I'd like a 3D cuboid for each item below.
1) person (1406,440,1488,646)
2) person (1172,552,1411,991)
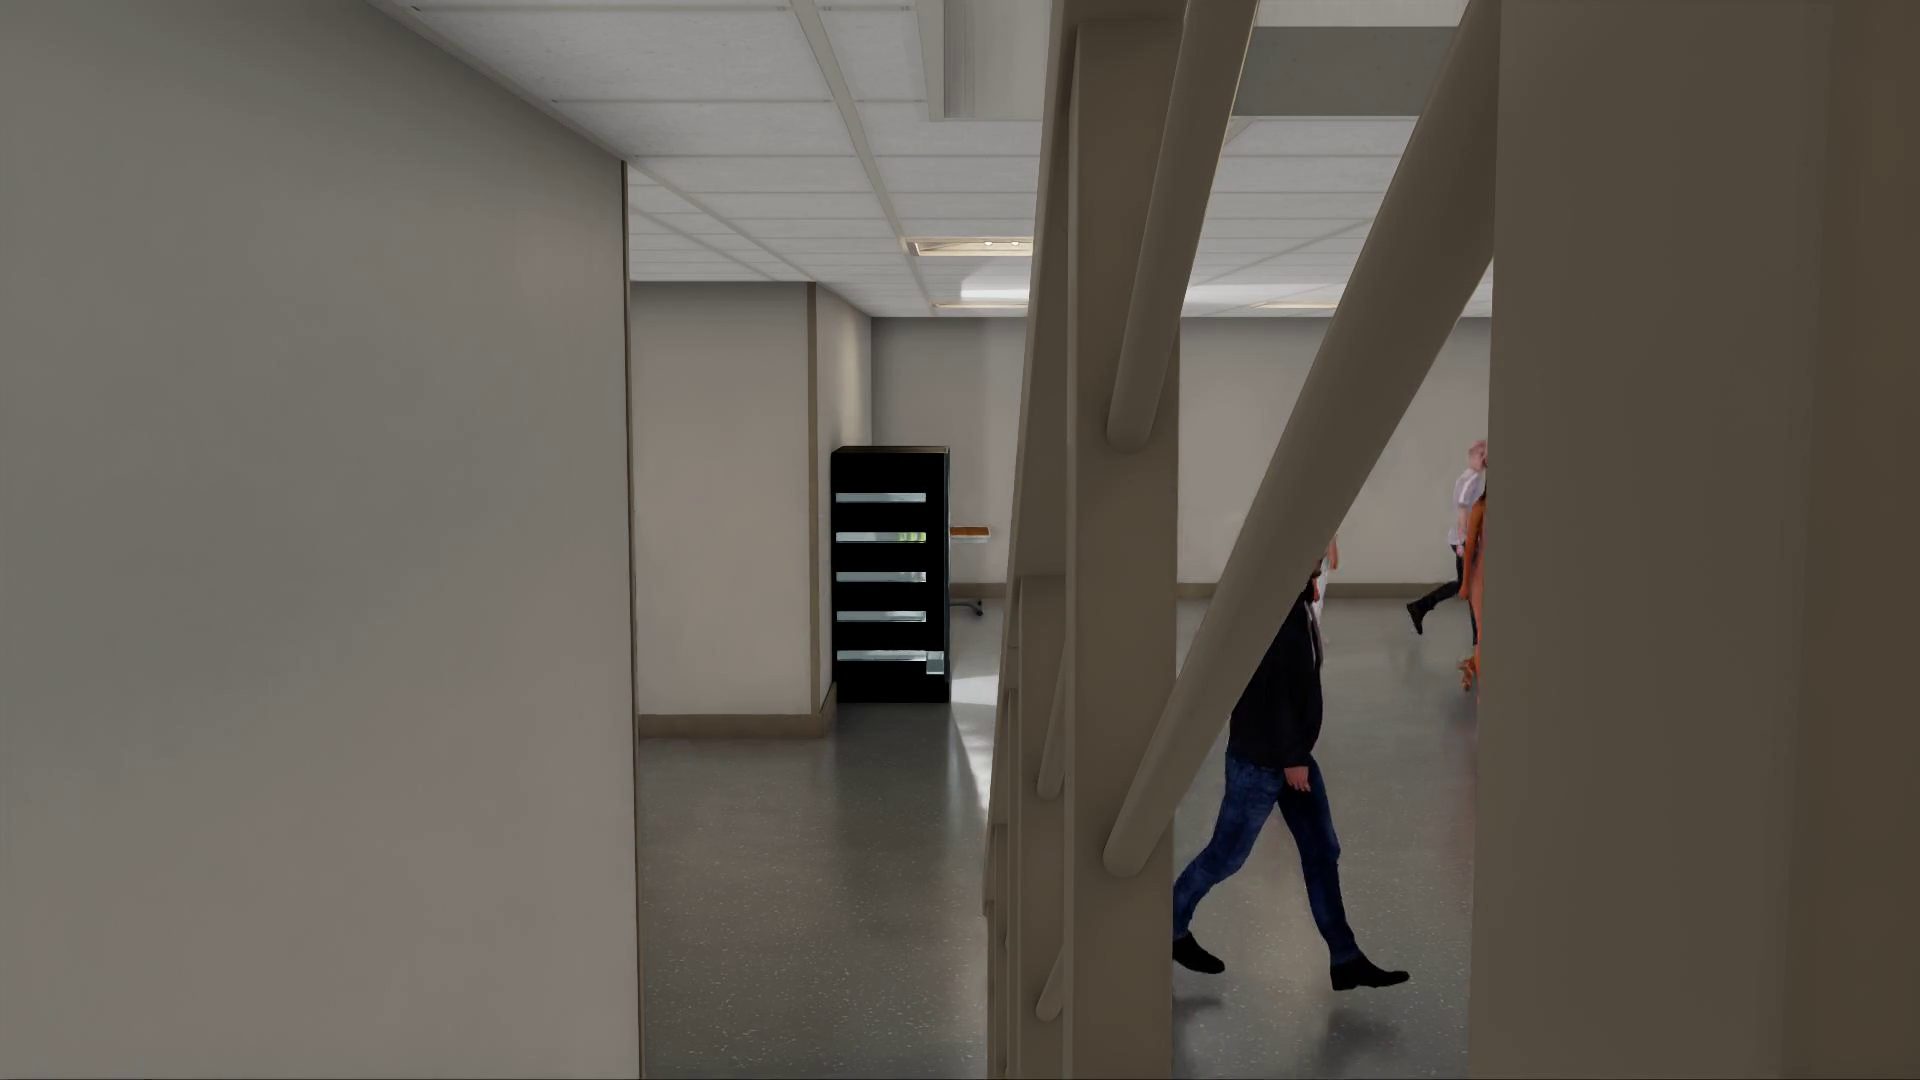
[{"bbox_3d":[4.379,0.036,14.647,1.076,1.802,1.190,3,7,28],"label":"person"},{"bbox_3d":[1.108,0.841,6.439,1.119,1.844,1.264,3,6,26],"label":"person"}]
